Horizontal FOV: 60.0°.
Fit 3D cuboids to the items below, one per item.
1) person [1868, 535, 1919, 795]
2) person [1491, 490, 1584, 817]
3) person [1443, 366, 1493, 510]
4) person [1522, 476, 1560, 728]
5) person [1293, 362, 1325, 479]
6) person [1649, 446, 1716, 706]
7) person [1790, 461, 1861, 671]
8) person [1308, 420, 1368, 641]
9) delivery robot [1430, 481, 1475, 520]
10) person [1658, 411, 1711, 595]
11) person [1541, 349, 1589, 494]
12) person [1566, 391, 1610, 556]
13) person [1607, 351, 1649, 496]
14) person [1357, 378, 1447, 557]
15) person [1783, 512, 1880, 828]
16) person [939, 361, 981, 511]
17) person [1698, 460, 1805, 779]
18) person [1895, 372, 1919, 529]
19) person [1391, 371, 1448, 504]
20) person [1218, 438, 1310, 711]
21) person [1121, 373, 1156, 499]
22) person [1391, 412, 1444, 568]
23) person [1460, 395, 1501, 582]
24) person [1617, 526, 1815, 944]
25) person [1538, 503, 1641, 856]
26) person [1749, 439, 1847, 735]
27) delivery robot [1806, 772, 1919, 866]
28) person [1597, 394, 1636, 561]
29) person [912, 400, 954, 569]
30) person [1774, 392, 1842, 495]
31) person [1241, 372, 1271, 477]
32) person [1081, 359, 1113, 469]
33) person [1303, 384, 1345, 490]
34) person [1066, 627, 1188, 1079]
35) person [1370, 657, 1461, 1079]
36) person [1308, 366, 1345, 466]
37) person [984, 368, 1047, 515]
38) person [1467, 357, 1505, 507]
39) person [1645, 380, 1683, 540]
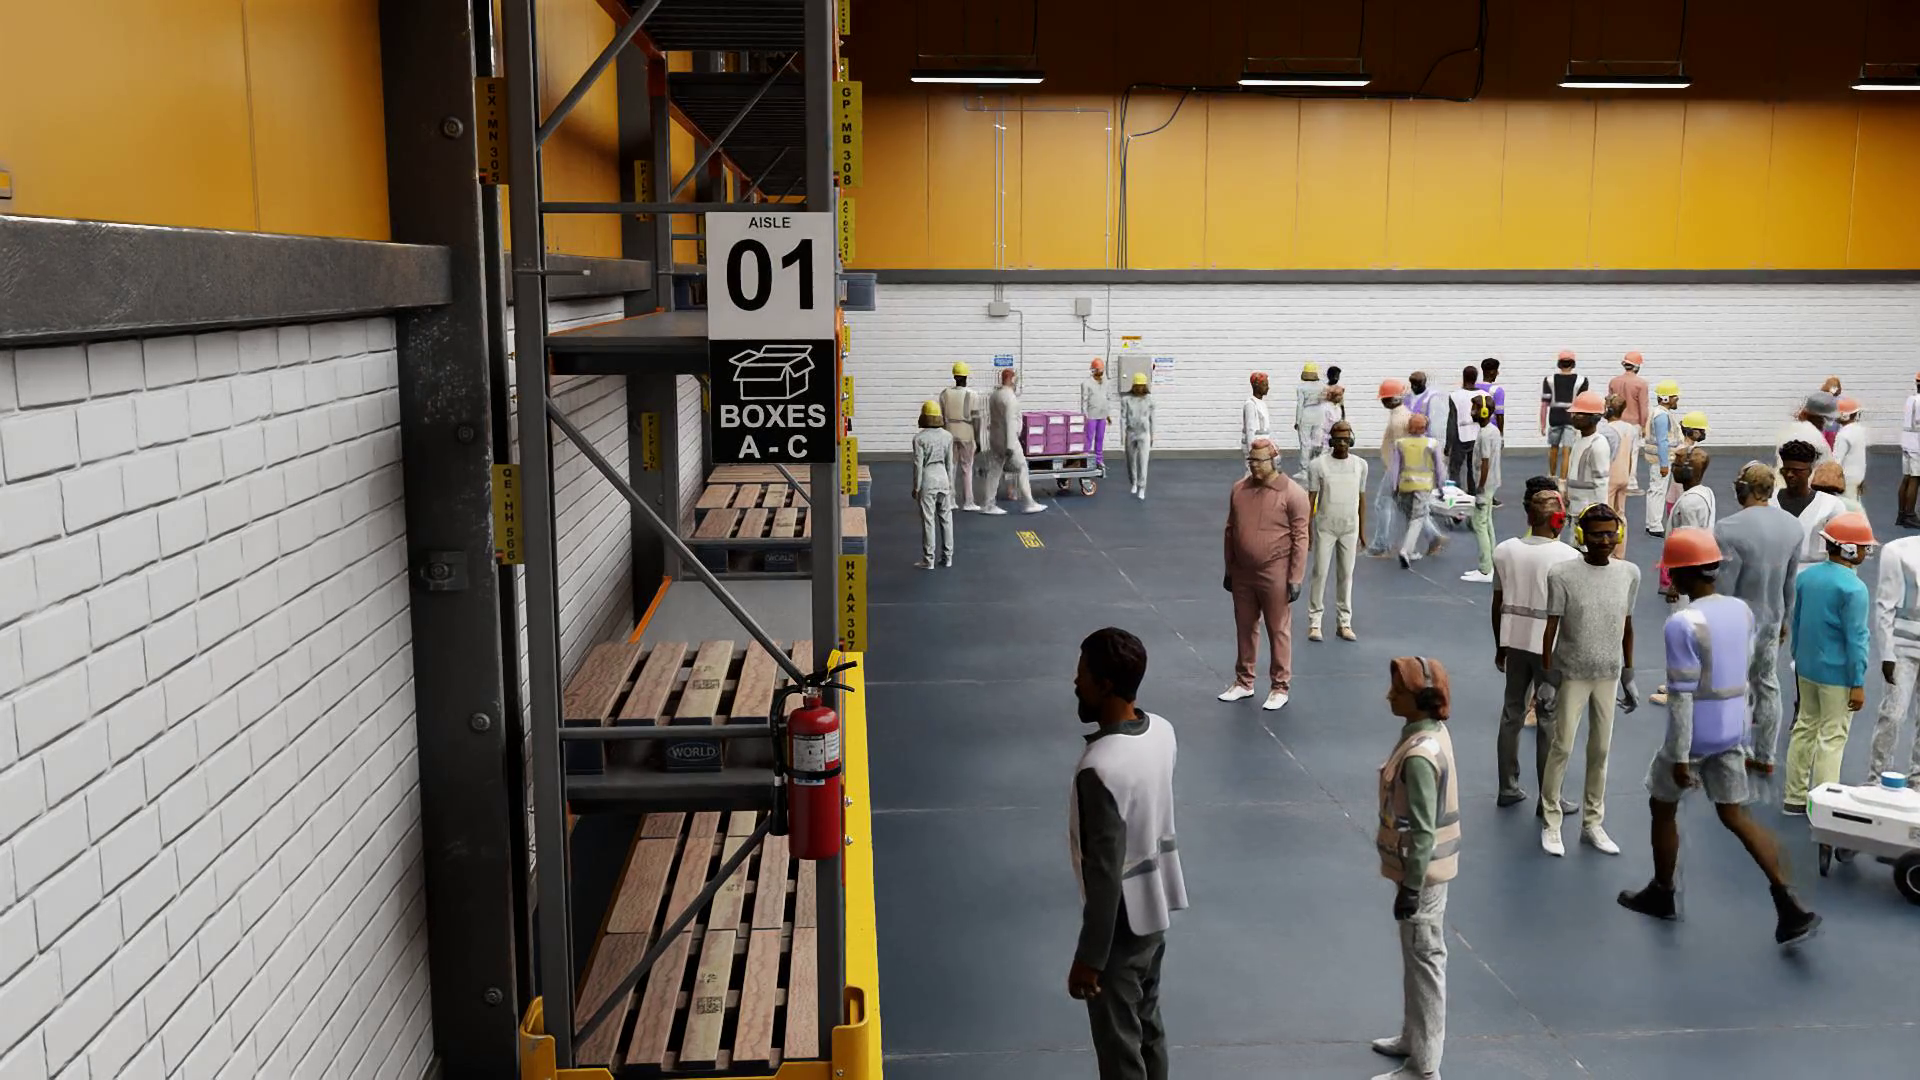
[{"bbox_3d":[5.394,0.627,9.296,0.593,1.875,0.360,0,9,0],"label":"person"},{"bbox_3d":[3.240,0.636,9.360,0.389,1.837,0.563,-7,12,-39],"label":"person"},{"bbox_3d":[6.388,-1.232,20.903,0.606,1.907,0.402,-2,9,-14],"label":"person"},{"bbox_3d":[3.883,0.413,11.198,0.316,1.695,0.542,3,9,17],"label":"person"},{"bbox_3d":[5.211,-1.788,24.876,0.492,1.744,0.295,-4,10,-25],"label":"person"},{"bbox_3d":[5.107,0.258,11.708,0.344,1.847,0.505,7,11,36],"label":"person"},{"bbox_3d":[6.561,0.211,12.668,0.503,1.631,0.274,7,11,38],"label":"person"},{"bbox_3d":[3.124,-0.075,13.799,0.517,1.843,0.326,-1,9,-5],"label":"person"},{"bbox_3d":[5.889,-0.467,19.993,0.477,0.478,0.707,-2,10,-10],"label":"delivery robot"},{"bbox_3d":[6.890,-0.344,15.775,0.351,1.759,0.523,6,11,34],"label":"person"},{"bbox_3d":[8.487,-1.669,23.337,0.618,1.996,1.009,4,10,26],"label":"person"},{"bbox_3d":[5.358,-0.255,14.300,0.384,2.047,0.608,1,9,4],"label":"person"},{"bbox_3d":[9.223,-1.610,22.970,0.395,1.994,0.612,-6,11,-33],"label":"person"},{"bbox_3d":[4.756,-0.750,17.752,0.881,1.952,0.647,4,10,21],"label":"person"},{"bbox_3d":[4.815,0.711,9.152,0.343,1.749,0.573,-1,9,-4],"label":"person"},{"bbox_3d":[0.010,-1.328,21.400,0.592,1.930,0.356,5,10,28],"label":"person"},{"bbox_3d":[4.715,0.492,9.945,0.635,1.937,0.354,-3,10,-20],"label":"person"},{"bbox_3d":[11.516,-1.097,19.960,0.372,1.928,0.543,2,9,12],"label":"person"},{"bbox_3d":[6.188,-1.368,22.123,0.949,1.792,0.651,-5,10,-30],"label":"person"},{"bbox_3d":[2.109,0.234,11.671,0.651,1.904,0.403,9,13,43],"label":"person"},{"bbox_3d":[2.453,-1.451,22.852,0.477,1.714,0.824,2,9,11],"label":"person"},{"bbox_3d":[4.741,-0.527,17.379,0.516,1.607,0.778,8,12,40],"label":"person"},{"bbox_3d":[5.186,-0.509,16.495,0.319,1.860,0.521,4,10,26],"label":"person"},{"bbox_3d":[3.482,0.898,7.562,0.582,1.898,0.868,-5,10,-26],"label":"person"},{"bbox_3d":[3.293,0.726,8.696,0.532,1.868,0.310,-1,9,-4],"label":"person"},{"bbox_3d":[5.492,0.309,11.010,0.617,1.964,0.361,8,12,40],"label":"person"},{"bbox_3d":[4.622,1.401,8.279,0.707,0.478,0.477,9,12,43],"label":"delivery robot"},{"bbox_3d":[6.578,-0.558,16.838,0.516,1.846,0.349,-5,10,-30],"label":"person"},{"bbox_3d":[-0.295,-0.573,17.245,0.487,1.744,0.312,-6,11,-33],"label":"person"},{"bbox_3d":[7.744,-0.426,15.393,0.715,2.000,0.725,3,9,15],"label":"person"},{"bbox_3d":[3.540,-1.061,19.866,0.343,1.882,0.586,4,10,22],"label":"person"},{"bbox_3d":[2.142,-1.944,25.880,0.567,1.739,0.396,-6,11,-34],"label":"person"},{"bbox_3d":[4.750,-1.228,21.724,0.473,1.613,0.550,8,12,41],"label":"person"},{"bbox_3d":[0.523,1.229,5.390,0.395,1.917,0.587,4,10,25],"label":"person"},{"bbox_3d":[1.702,1.236,6.206,0.315,1.640,0.515,3,10,18],"label":"person"},{"bbox_3d":[5.684,-1.859,25.630,0.536,1.639,0.911,-6,11,-34],"label":"person"},{"bbox_3d":[0.695,-1.242,21.098,0.896,1.861,0.633,-4,10,-26],"label":"person"},{"bbox_3d":[6.883,-1.409,21.796,0.361,1.963,0.612,-6,11,-33],"label":"person"},{"bbox_3d":[8.111,-0.926,19.182,0.403,1.833,0.590,3,9,16],"label":"person"}]
